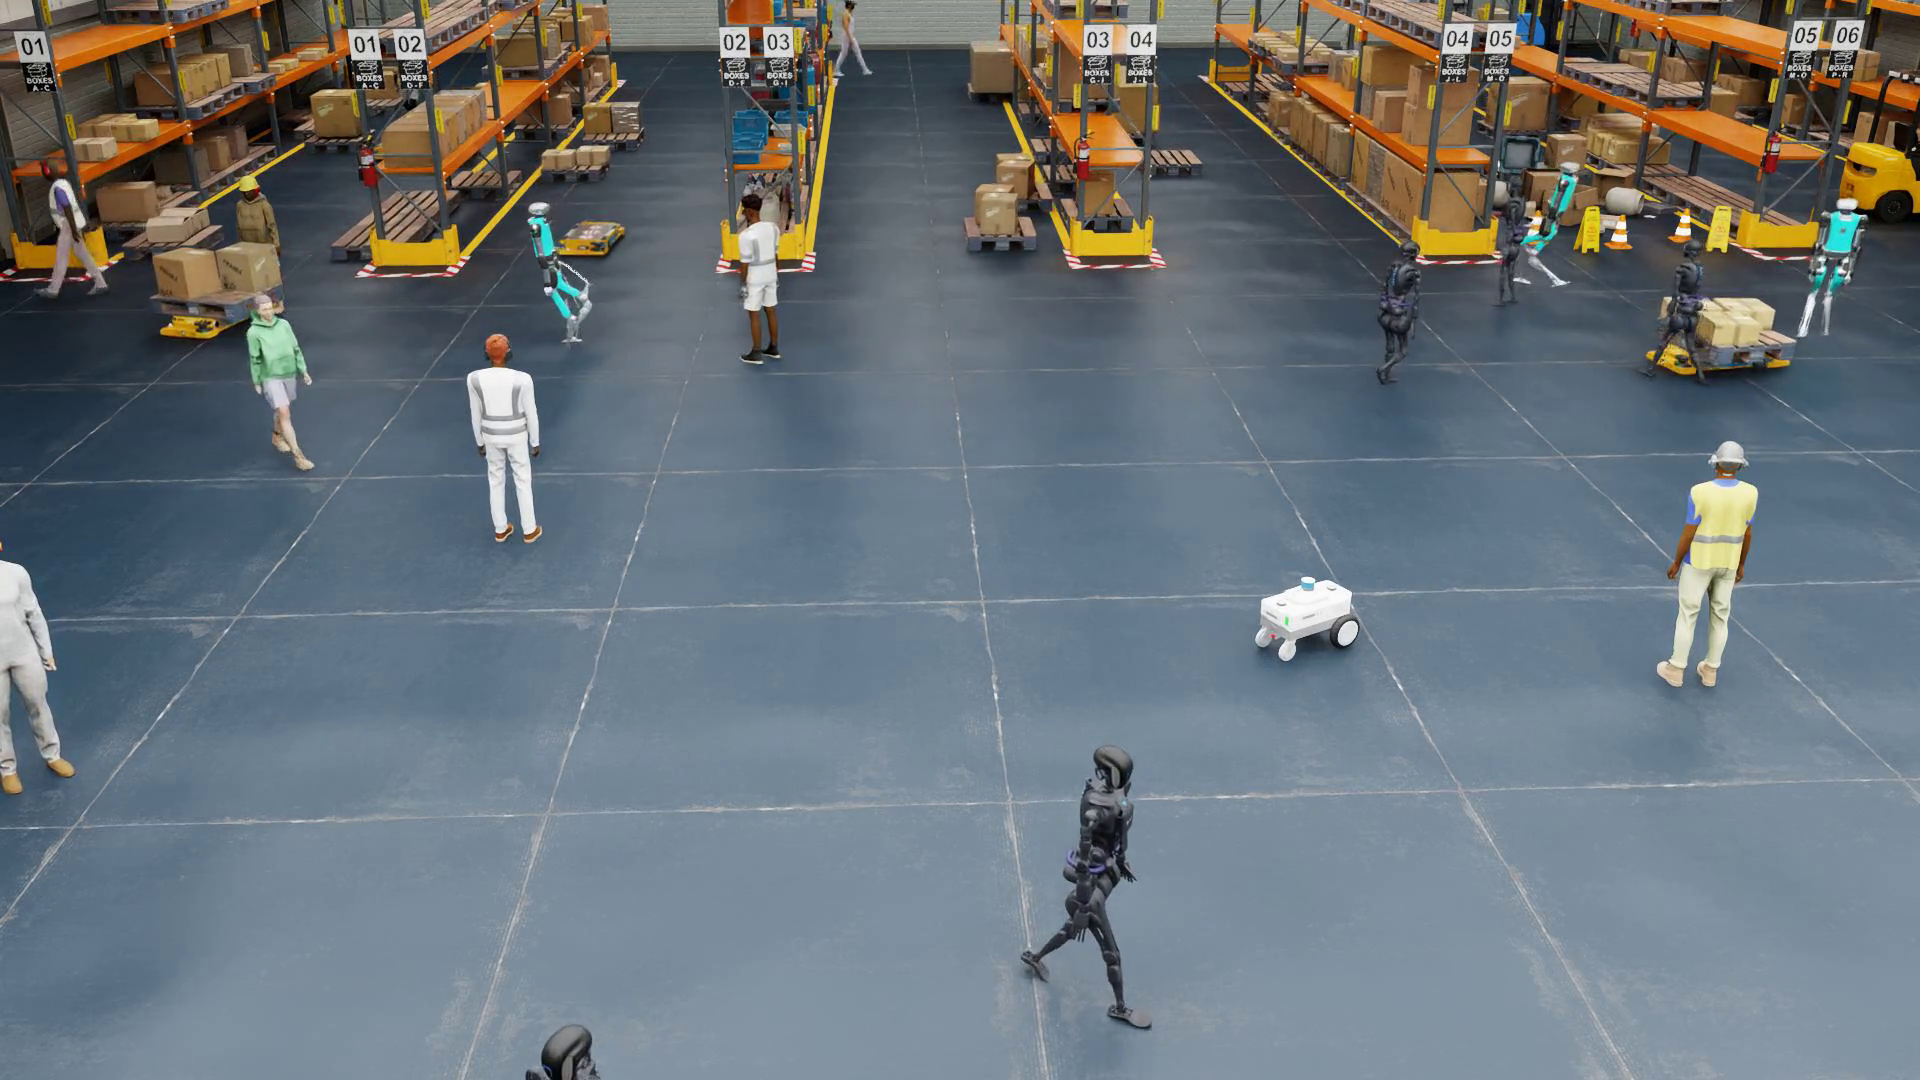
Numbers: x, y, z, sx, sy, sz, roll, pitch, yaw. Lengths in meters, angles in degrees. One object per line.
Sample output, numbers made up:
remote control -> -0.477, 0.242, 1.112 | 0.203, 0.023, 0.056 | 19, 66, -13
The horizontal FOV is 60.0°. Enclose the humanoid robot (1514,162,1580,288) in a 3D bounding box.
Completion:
humanoid robot -> 7.671, -4.155, 22.005 | 1.000, 1.720, 0.531 | 15, 28, 30

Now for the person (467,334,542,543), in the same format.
person -> -3.939, -0.873, 14.464 | 0.566, 1.878, 0.353 | -1, 24, -1

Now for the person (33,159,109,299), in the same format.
person -> -11.750, -4.050, 21.705 | 0.923, 1.785, 0.620 | -10, 26, -22

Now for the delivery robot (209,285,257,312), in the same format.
delivery robot -> -9.109, -3.014, 20.910 | 0.808, 0.607, 0.499 | -2, 24, -4

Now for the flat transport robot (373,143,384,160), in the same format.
flat transport robot -> -10.359, -7.243, 30.747 | 0.659, 0.231, 1.431 | -1, 24, -2

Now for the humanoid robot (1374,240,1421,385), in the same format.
humanoid robot -> 4.762, -2.493, 18.350 | 0.475, 1.644, 0.610 | -12, 27, -25

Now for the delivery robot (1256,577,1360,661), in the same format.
delivery robot -> 2.682, 0.579, 12.843 | 0.811, 0.614, 0.499 | -14, 28, -29

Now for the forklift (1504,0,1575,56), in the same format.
forklift -> 14.700, -13.805, 42.301 | 1.873, 2.768, 1.129 | -1, 24, -2

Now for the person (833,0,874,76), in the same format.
person -> -2.574, -11.859, 39.226 | 0.959, 1.804, 0.532 | 9, 25, 19

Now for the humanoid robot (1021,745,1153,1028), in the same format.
humanoid robot -> 0.700, 1.780, 8.837 | 0.837, 1.629, 0.608 | 12, 27, 25

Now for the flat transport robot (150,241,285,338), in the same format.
flat transport robot -> -9.262, -2.819, 20.806 | 0.659, 0.231, 1.431 | 6, 25, 12

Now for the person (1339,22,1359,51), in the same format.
person -> 9.700, -12.834, 41.452 | 0.673, 1.774, 0.622 | -3, 24, -7

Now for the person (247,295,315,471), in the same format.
person -> -6.674, -1.590, 16.276 | 0.909, 1.697, 0.465 | 17, 29, 34

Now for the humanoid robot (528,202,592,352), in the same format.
humanoid robot -> -4.630, -3.045, 19.604 | 0.751, 1.862, 0.538 | -1, 24, -2

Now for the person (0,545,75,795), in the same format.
person -> -6.200, 0.759, 10.781 | 0.576, 1.889, 0.374 | -20, 31, -38

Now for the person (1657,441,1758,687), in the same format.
person -> 5.429, 0.192, 12.047 | 0.533, 1.893, 0.399 | 1, 24, 3

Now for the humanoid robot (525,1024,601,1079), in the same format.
humanoid robot -> -1.517, 2.611, 6.875 | 0.585, 1.638, 0.508 | 12, 27, 25

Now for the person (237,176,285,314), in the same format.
person -> -8.863, -3.745, 21.059 | 0.540, 1.757, 0.414 | 3, 24, 6

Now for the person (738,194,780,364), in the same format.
person -> -2.322, -3.009, 19.163 | 0.371, 1.958, 0.601 | 18, 30, 35

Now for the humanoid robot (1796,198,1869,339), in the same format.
humanoid robot -> 10.460, -3.277, 20.056 | 0.530, 1.798, 0.798 | 6, 25, 13

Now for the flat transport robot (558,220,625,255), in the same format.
flat transport robot -> -5.406, -4.432, 24.432 | 0.659, 0.231, 1.431 | 1, 24, 1

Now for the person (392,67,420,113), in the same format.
person -> -10.972, -9.053, 33.084 | 0.536, 1.674, 0.651 | -1, 24, -3

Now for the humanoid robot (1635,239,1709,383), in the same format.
humanoid robot -> 8.067, -2.539, 18.510 | 0.603, 1.632, 0.784 | -18, 30, -35

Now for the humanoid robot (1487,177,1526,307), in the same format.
humanoid robot -> 7.093, -3.810, 21.320 | 0.395, 1.647, 0.612 | 8, 25, 17

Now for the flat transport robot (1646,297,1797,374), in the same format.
flat transport robot -> 8.801, -2.140, 19.282 | 1.431, 0.231, 0.659 | -5, 25, -12

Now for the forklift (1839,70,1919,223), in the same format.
forklift -> 15.132, -6.143, 25.915 | 2.313, 2.155, 1.214 | -1, 24, -2
